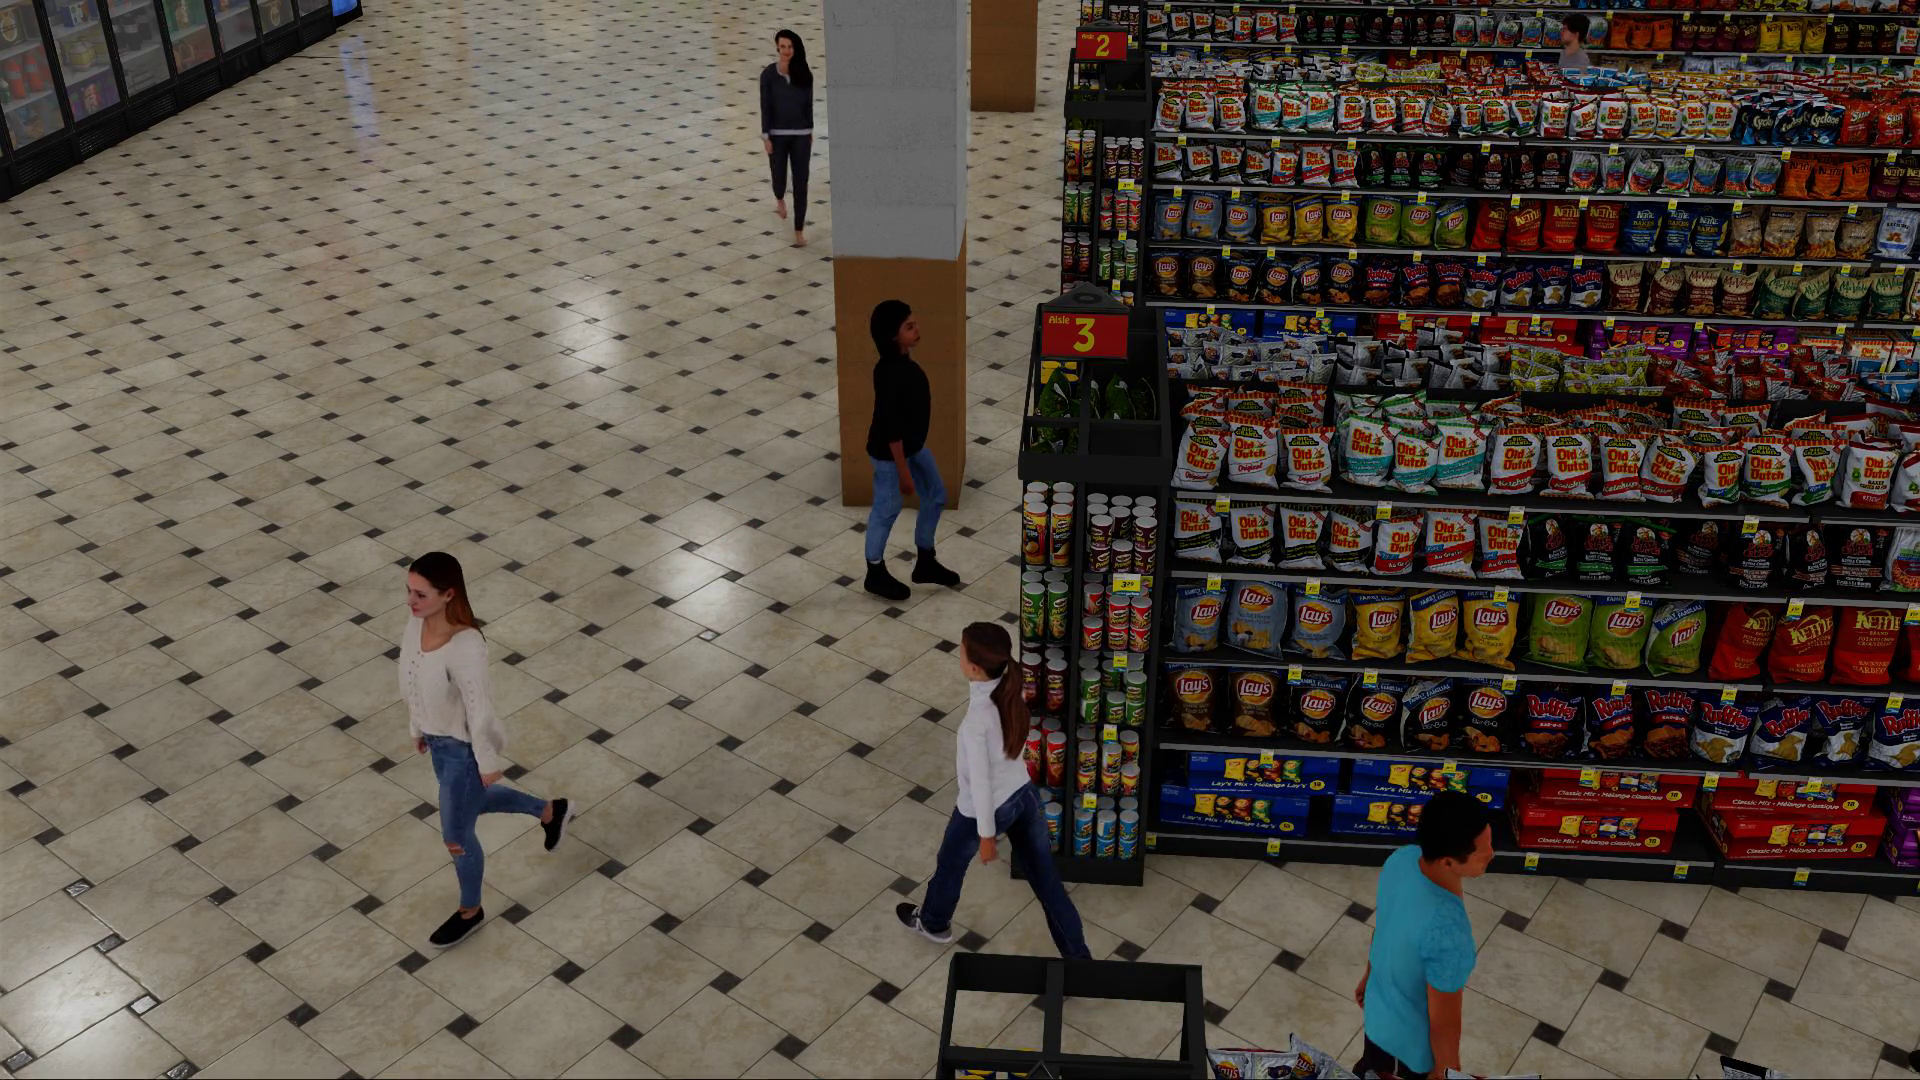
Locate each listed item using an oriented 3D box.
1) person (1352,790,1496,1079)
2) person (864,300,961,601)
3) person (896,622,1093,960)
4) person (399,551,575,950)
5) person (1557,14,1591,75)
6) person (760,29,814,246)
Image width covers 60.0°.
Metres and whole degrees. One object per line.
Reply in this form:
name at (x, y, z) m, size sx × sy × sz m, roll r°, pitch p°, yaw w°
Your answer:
person at (1.260, 1.513, 5.042) m, size 1.204 × 1.716 × 0.734 m, roll -2°, pitch 29°, yaw -3°
person at (-0.415, -0.444, 8.658) m, size 0.759 × 1.687 × 0.624 m, roll 6°, pitch 29°, yaw 11°
person at (0.216, 1.037, 6.133) m, size 1.166 × 1.507 × 0.941 m, roll 19°, pitch 34°, yaw 31°
person at (-1.874, 0.769, 6.454) m, size 1.046 × 1.670 × 1.006 m, roll -25°, pitch 37°, yaw -38°
person at (5.213, -3.518, 14.179) m, size 1.199 × 1.792 × 0.737 m, roll 0°, pitch 29°, yaw 0°
person at (-1.459, -3.420, 14.050) m, size 1.052 × 1.743 × 0.860 m, roll -5°, pitch 29°, yaw -9°
